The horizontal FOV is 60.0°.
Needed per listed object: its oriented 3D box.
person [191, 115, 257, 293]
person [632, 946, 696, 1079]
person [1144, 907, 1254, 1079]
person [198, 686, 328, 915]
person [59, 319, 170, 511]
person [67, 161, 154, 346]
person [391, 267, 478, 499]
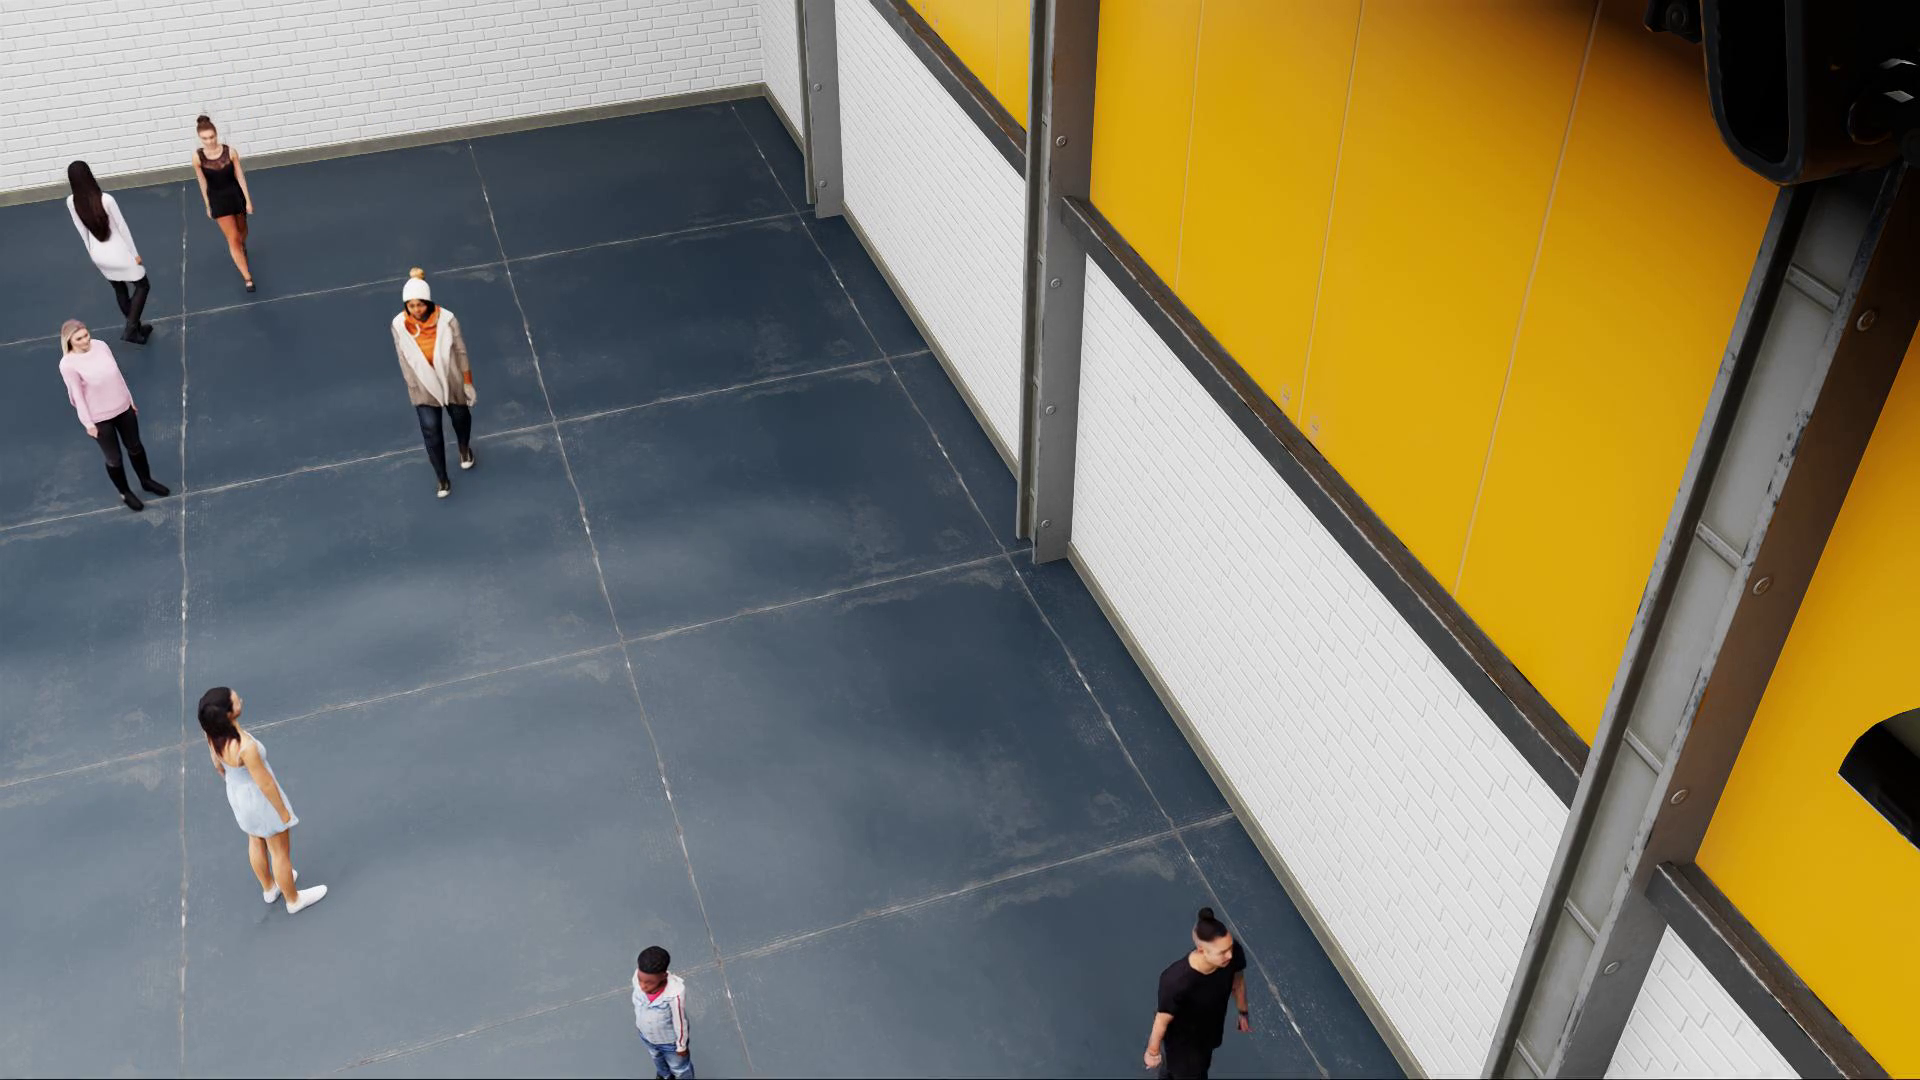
[{"bbox_3d":[-6.962,-3.257,15.805,0.693,1.642,1.159,-20,43,-23],"label":"person"},{"bbox_3d":[-1.565,2.569,8.816,0.560,1.261,0.627,21,43,24],"label":"person"},{"bbox_3d":[1.124,2.451,8.496,0.913,1.845,1.030,-29,47,-32],"label":"person"},{"bbox_3d":[-4.144,1.516,9.758,0.651,1.729,0.732,21,43,24],"label":"person"},{"bbox_3d":[-6.647,-1.003,12.949,0.743,1.684,0.690,18,42,21],"label":"person"},{"bbox_3d":[-7.518,-2.468,14.692,0.801,1.798,0.910,2,39,3],"label":"person"},{"bbox_3d":[-4.138,-1.342,13.229,0.701,1.864,1.006,-11,40,-14],"label":"person"}]
